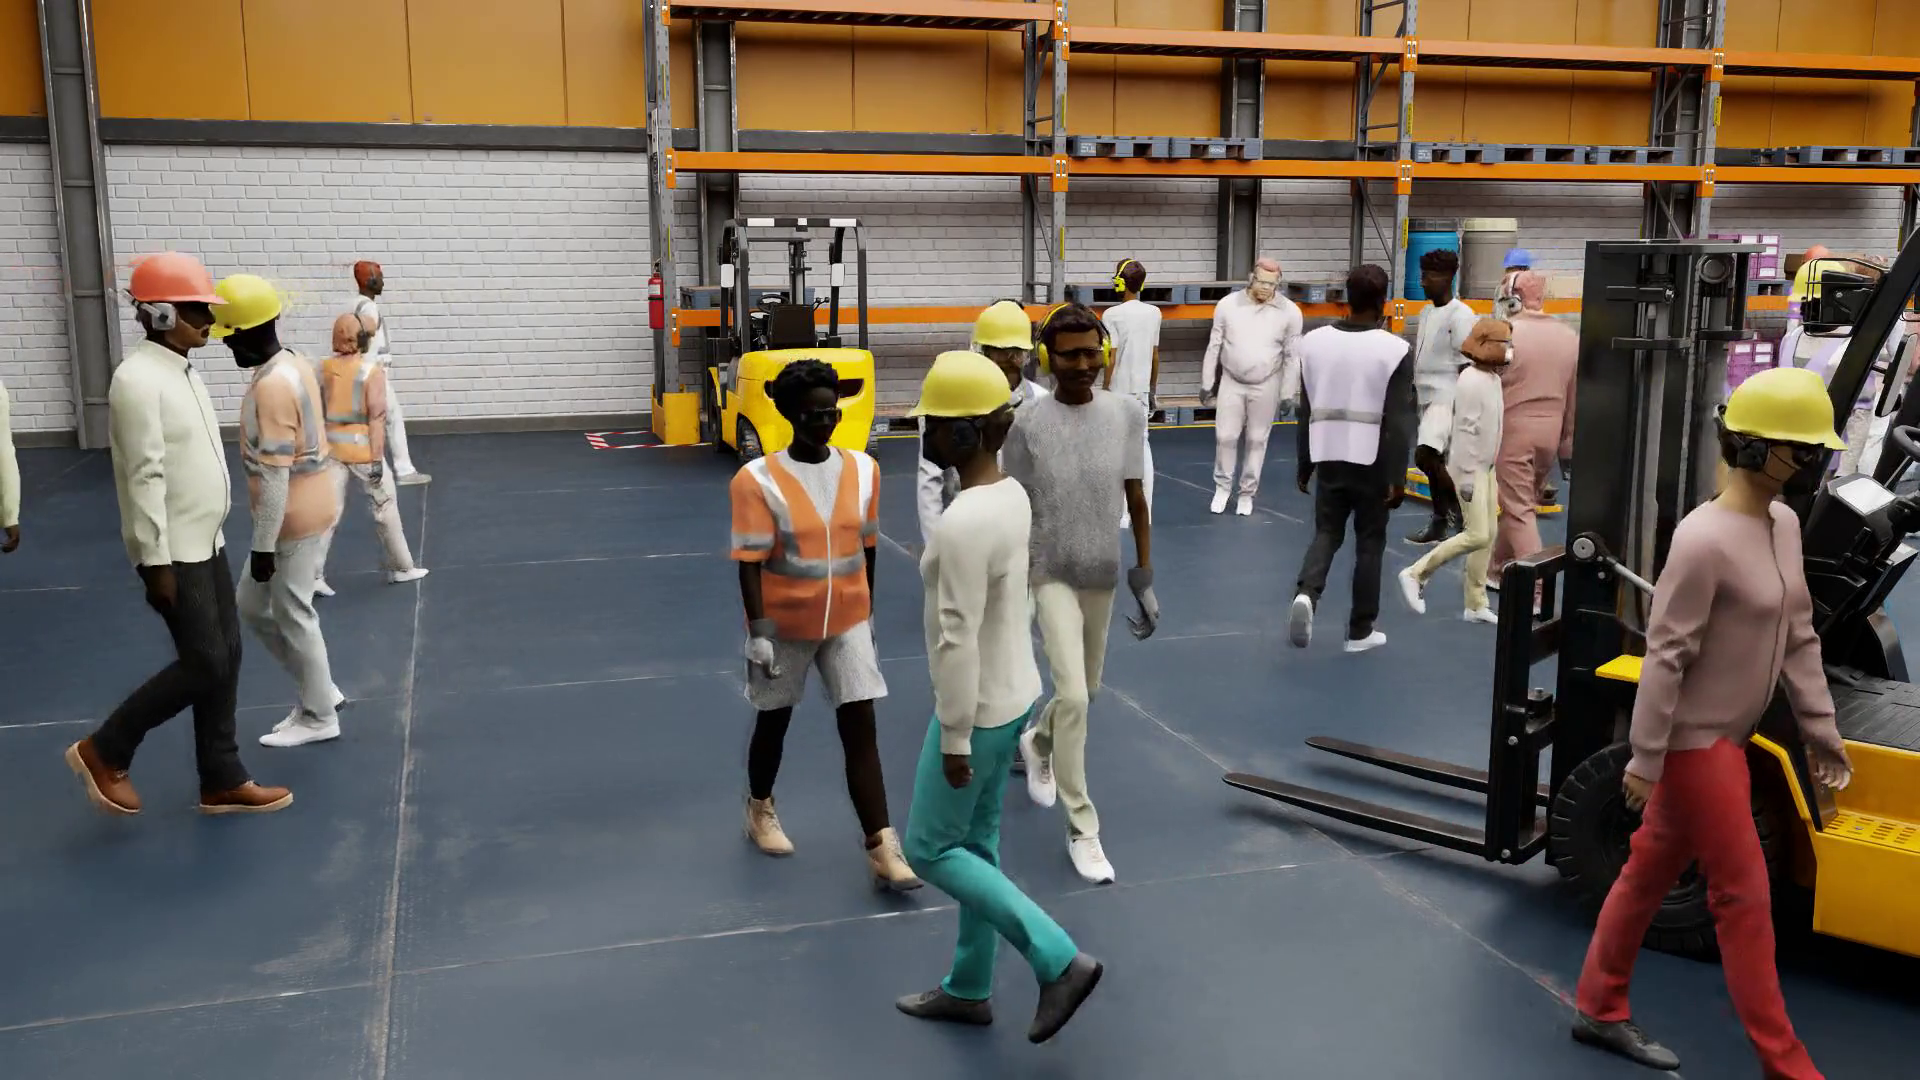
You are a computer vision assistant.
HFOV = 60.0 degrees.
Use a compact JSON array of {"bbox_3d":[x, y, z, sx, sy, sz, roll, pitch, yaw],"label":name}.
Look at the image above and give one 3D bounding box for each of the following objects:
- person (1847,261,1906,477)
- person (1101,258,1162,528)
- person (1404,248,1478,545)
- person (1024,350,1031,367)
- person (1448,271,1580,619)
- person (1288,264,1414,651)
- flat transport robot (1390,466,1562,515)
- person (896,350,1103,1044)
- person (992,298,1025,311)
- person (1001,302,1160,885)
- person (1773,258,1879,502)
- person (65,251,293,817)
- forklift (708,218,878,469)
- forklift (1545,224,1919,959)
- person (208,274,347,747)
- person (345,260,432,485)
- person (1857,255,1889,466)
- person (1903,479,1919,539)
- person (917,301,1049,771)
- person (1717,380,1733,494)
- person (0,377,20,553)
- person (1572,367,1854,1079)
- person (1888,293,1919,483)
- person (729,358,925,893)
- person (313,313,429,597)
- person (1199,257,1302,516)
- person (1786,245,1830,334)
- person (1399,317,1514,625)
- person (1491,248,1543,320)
[{"bbox_3d":[6.639,-1.120,12.263,0.429,1.844,0.627,-8,13,-39],"label":"person"},{"bbox_3d":[1.167,-1.018,11.609,0.514,1.876,0.328,-7,13,-34],"label":"person"},{"bbox_3d":[3.096,-0.907,10.807,0.417,1.951,0.625,-1,10,-5],"label":"person"},{"bbox_3d":[0.164,-0.348,8.638,0.421,1.614,0.537,-4,11,-19],"label":"person"},{"bbox_3d":[3.032,-0.538,9.088,0.622,1.840,0.999,-4,11,-19],"label":"person"},{"bbox_3d":[1.862,-0.369,7.988,0.601,1.896,0.644,8,13,37],"label":"person"},{"bbox_3d":[3.824,-0.388,12.551,0.652,0.197,1.431,-3,11,-17],"label":"flat transport robot"},{"bbox_3d":[0.083,0.411,4.113,0.494,1.753,0.530,3,11,18],"label":"person"},{"bbox_3d":[0.336,-0.544,9.569,0.768,1.663,0.544,1,10,5],"label":"person"},{"bbox_3d":[0.356,0.119,5.525,0.504,1.828,0.911,-3,11,-18],"label":"person"},{"bbox_3d":[4.155,-0.408,8.137,0.372,1.922,0.585,-3,11,-17],"label":"person"},{"bbox_3d":[-2.697,0.015,5.665,0.580,1.973,0.628,-1,10,-7],"label":"person"},{"bbox_3d":[-1.522,-1.778,14.899,1.214,2.155,2.313,-3,11,-17],"label":"forklift"},{"bbox_3d":[2.909,0.117,4.508,2.313,2.155,1.214,9,14,40],"label":"forklift"},{"bbox_3d":[-2.649,-0.087,6.477,0.420,1.880,0.657,-4,11,-20],"label":"person"},{"bbox_3d":[-4.828,-1.320,13.379,0.966,1.847,0.583,-8,13,-37],"label":"person"},{"bbox_3d":[7.779,-1.542,14.489,0.900,1.874,0.631,-1,10,-4],"label":"person"},{"bbox_3d":[6.717,-0.790,11.126,0.856,1.592,0.532,-4,11,-22],"label":"person"},{"bbox_3d":[0.101,-0.056,6.599,0.589,1.790,0.945,-2,11,-10],"label":"person"},{"bbox_3d":[2.811,-0.093,6.768,0.991,1.782,0.574,0,10,-1],"label":"person"},{"bbox_3d":[-4.186,-0.114,6.818,0.598,1.815,0.699,-5,12,-27],"label":"person"},{"bbox_3d":[1.828,0.476,3.811,0.845,1.723,0.515,9,14,42],"label":"person"},{"bbox_3d":[7.911,-1.352,13.745,0.459,1.755,0.540,-5,11,-24],"label":"person"},{"bbox_3d":[-0.456,0.260,5.201,0.539,1.646,0.841,-5,12,-26],"label":"person"},{"bbox_3d":[-3.454,-0.486,9.454,0.523,1.600,0.847,4,11,23],"label":"person"},{"bbox_3d":[2.087,-1.094,12.029,0.726,1.871,0.504,2,11,12],"label":"person"},{"bbox_3d":[8.381,-1.924,16.398,0.546,1.939,0.375,0,10,-1],"label":"person"},{"bbox_3d":[2.630,-0.353,8.659,0.487,1.618,0.511,7,12,33],"label":"person"},{"bbox_3d":[5.640,-1.985,16.807,0.883,1.924,0.614,-3,11,-18],"label":"person"}]
